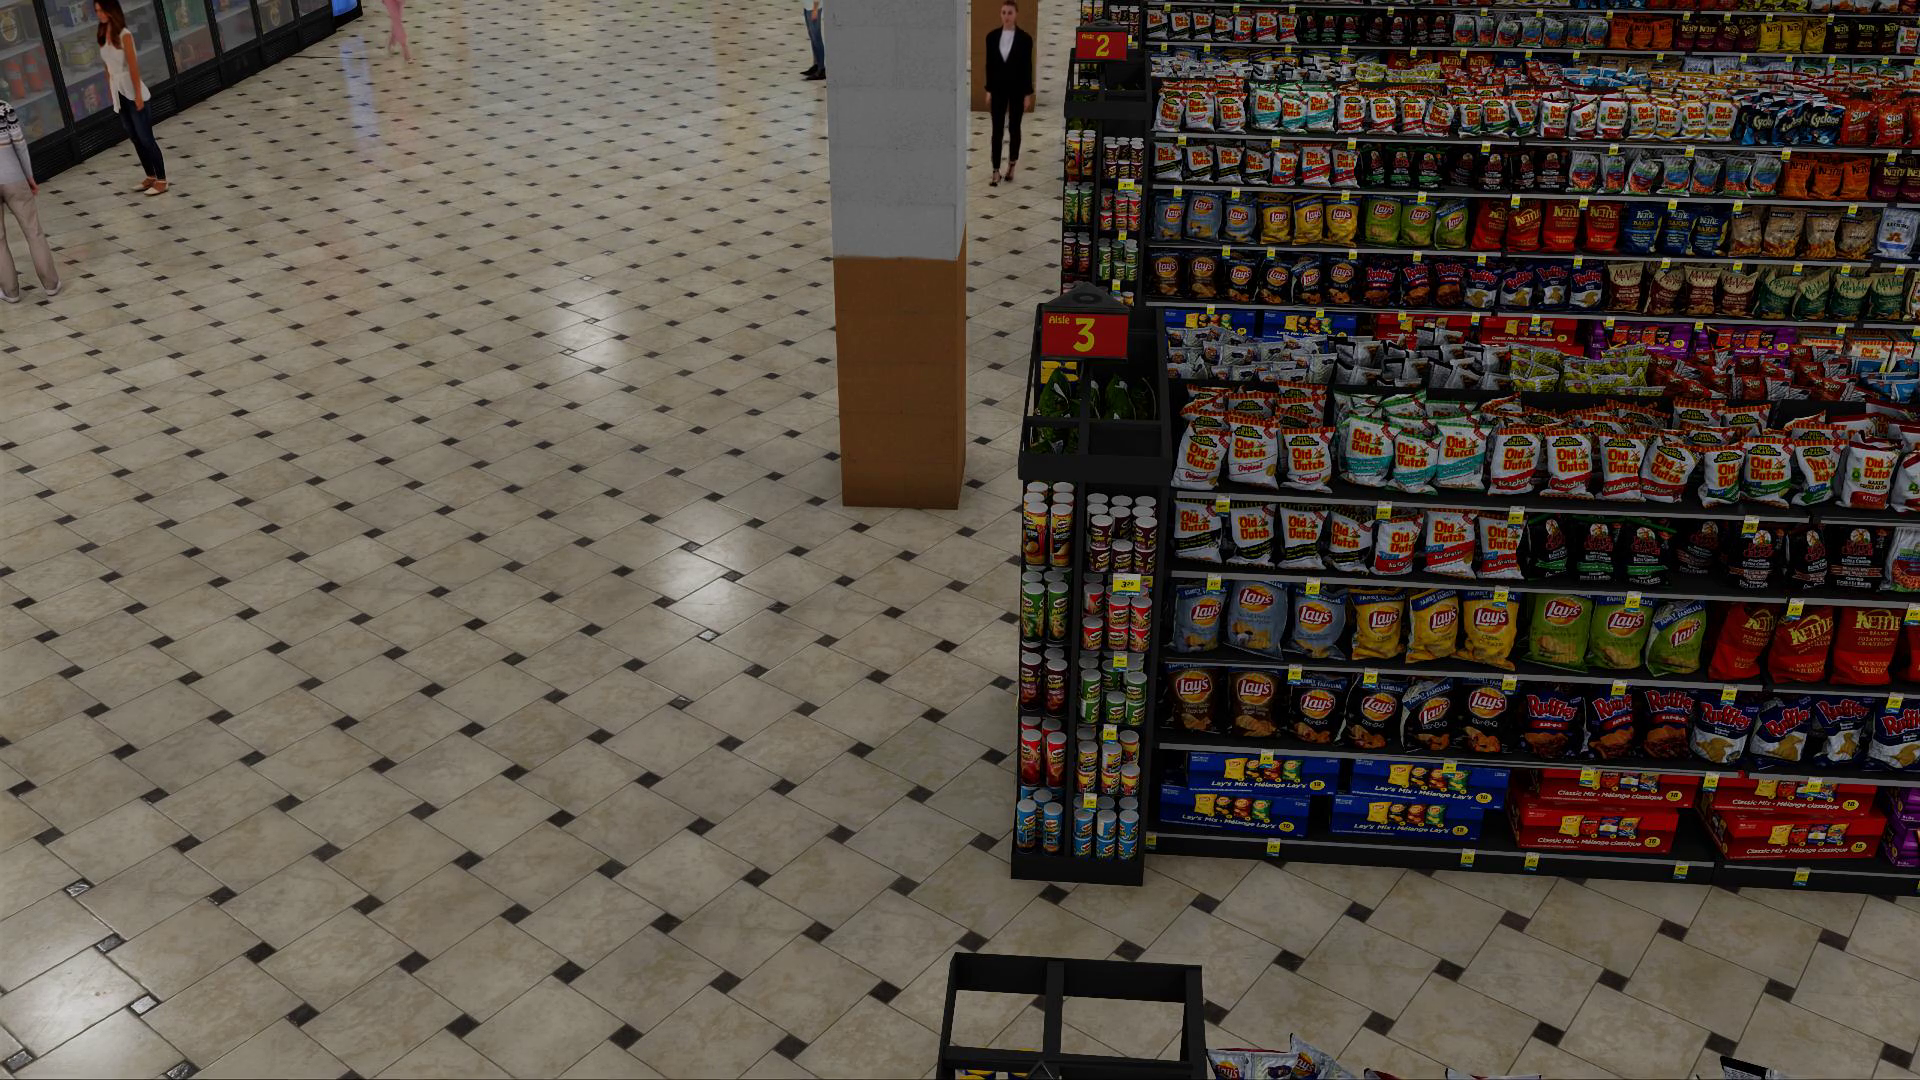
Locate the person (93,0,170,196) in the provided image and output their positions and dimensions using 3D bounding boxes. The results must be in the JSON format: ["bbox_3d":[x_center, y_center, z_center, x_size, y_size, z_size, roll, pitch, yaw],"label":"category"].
[{"bbox_3d":[-7.563,-4.065,15.190,0.605,1.782,0.723,17,33,28],"label":"person"}]

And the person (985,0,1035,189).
[{"bbox_3d":[0.473,-4.151,15.450,0.851,1.684,0.760,6,29,10],"label":"person"}]

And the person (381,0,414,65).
[{"bbox_3d":[-6.839,-6.620,19.920,1.212,1.734,1.133,-14,31,-23],"label":"person"}]

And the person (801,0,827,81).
[{"bbox_3d":[-1.702,-6.166,19.179,0.601,1.647,0.632,-8,30,-14],"label":"person"}]

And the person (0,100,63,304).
[{"bbox_3d":[-7.338,-2.739,12.679,0.736,1.862,0.825,-18,33,-29],"label":"person"}]
